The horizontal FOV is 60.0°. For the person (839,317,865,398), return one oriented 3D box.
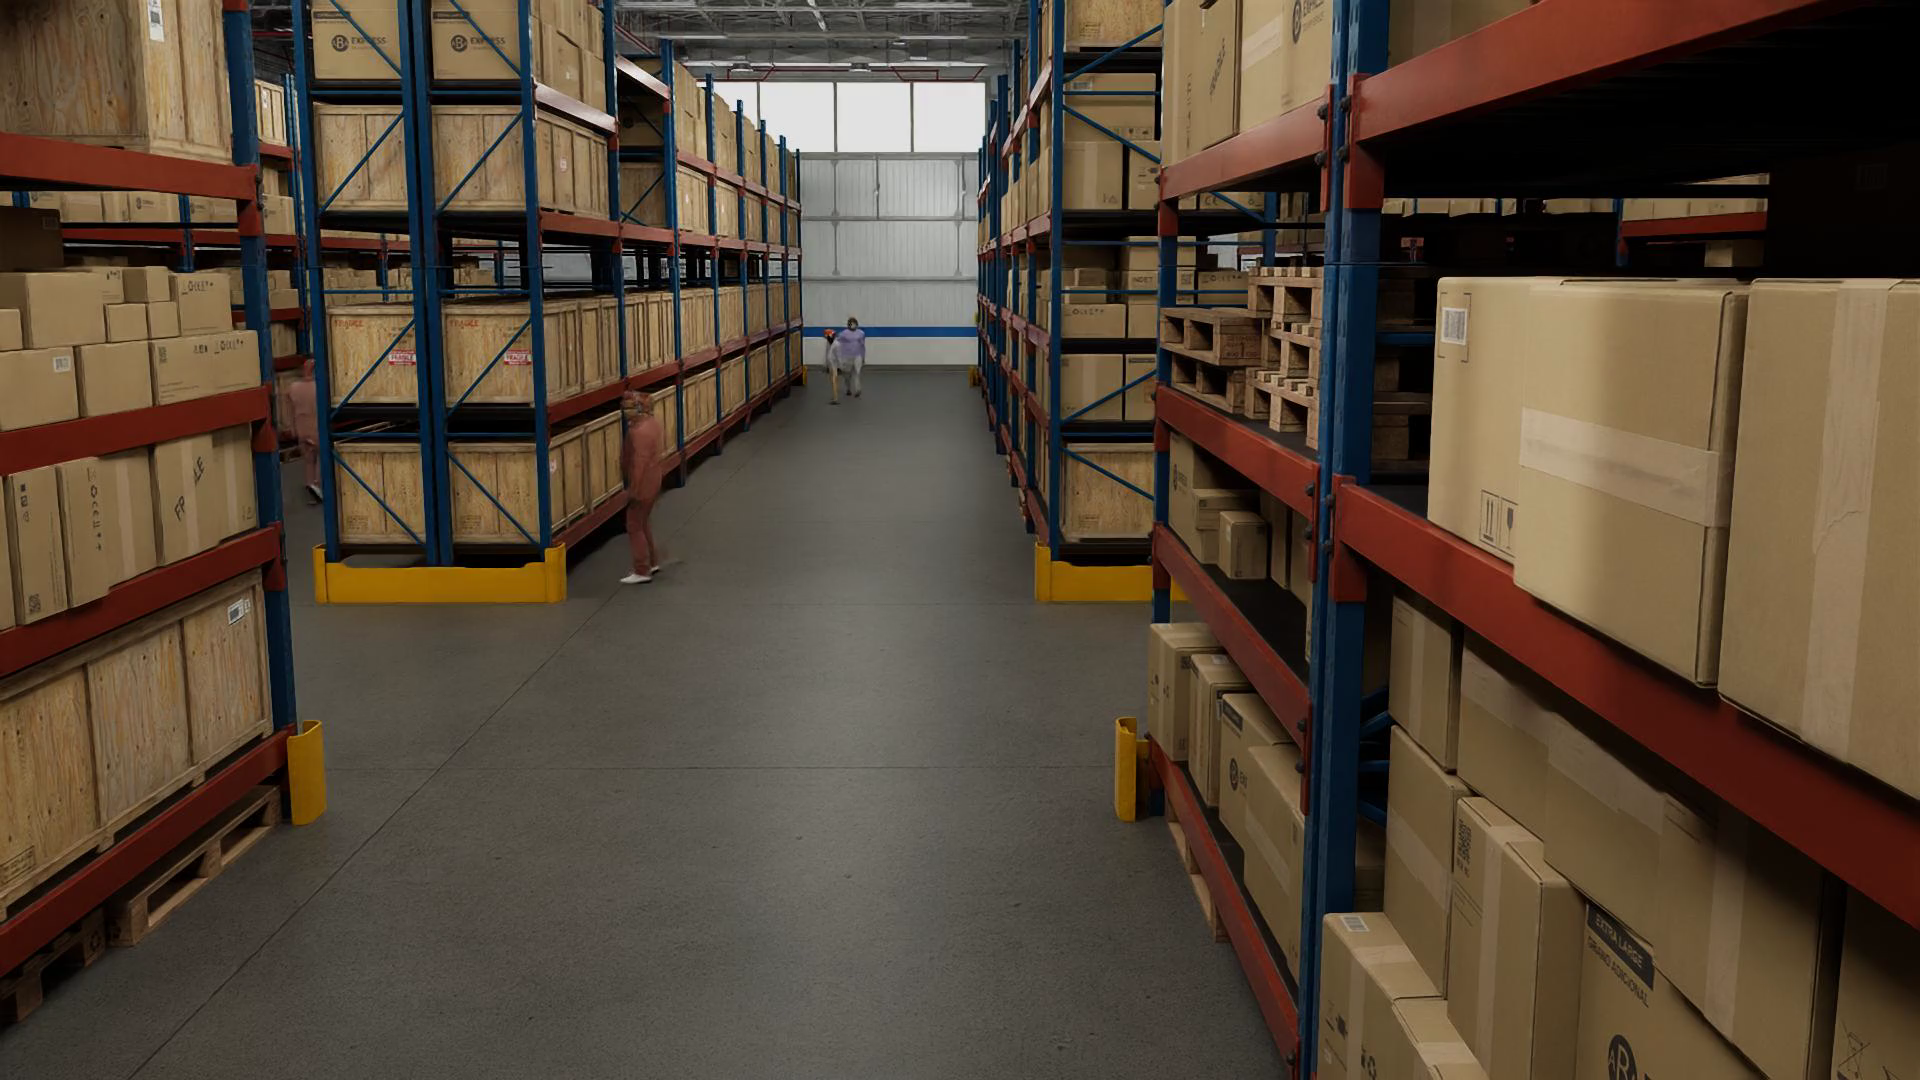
[{"bbox_3d":[-2.569,-4.346,39.508,0.647,1.908,0.972,-2,9,-12],"label":"person"}]

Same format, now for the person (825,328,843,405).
[{"bbox_3d":[-2.806,-3.893,37.311,0.528,1.716,0.632,-6,11,-31],"label":"person"}]

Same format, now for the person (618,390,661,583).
[{"bbox_3d":[-3.099,-0.511,16.080,0.420,1.878,0.737,0,9,3],"label":"person"}]

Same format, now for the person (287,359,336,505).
[{"bbox_3d":[-8.273,-1.367,21.275,0.661,1.893,0.484,2,9,10],"label":"person"}]
